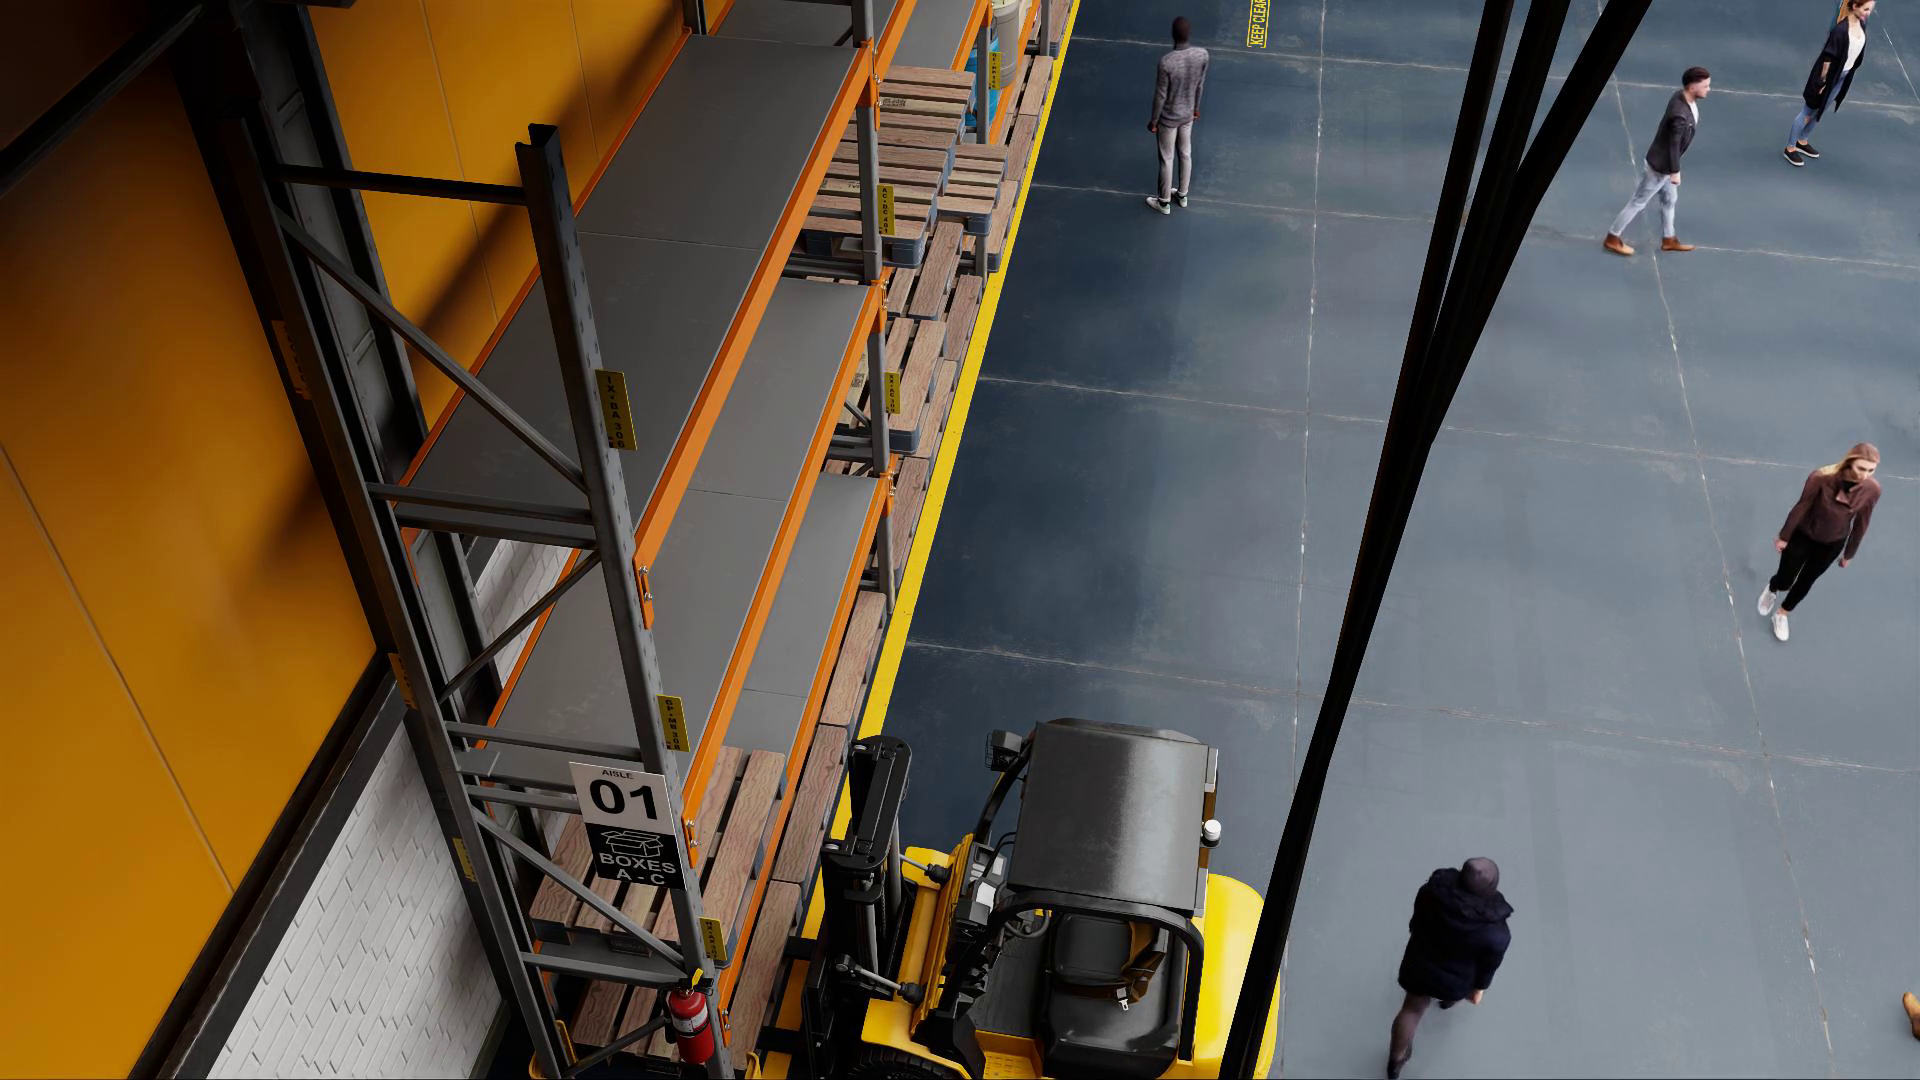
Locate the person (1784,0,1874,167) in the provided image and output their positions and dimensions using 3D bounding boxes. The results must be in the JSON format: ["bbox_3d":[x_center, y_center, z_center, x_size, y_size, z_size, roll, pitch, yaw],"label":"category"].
[{"bbox_3d":[8.123,-4.341,15.542,0.715,1.691,0.768,-24,49,-23],"label":"person"}]

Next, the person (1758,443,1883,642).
[{"bbox_3d":[5.674,-0.052,11.041,0.641,1.690,0.644,11,45,11],"label":"person"}]

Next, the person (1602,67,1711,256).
[{"bbox_3d":[5.947,-3.248,14.309,0.889,1.809,1.007,17,46,17],"label":"person"}]

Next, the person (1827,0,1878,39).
[{"bbox_3d":[8.958,-5.216,16.782,0.489,1.247,0.647,7,44,7],"label":"person"}]

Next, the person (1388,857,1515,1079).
[{"bbox_3d":[2.488,2.247,8.671,0.978,1.629,1.164,28,50,26],"label":"person"}]

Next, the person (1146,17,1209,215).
[{"bbox_3d":[1.929,-3.788,14.856,0.757,1.836,0.786,-21,48,-21],"label":"person"}]
